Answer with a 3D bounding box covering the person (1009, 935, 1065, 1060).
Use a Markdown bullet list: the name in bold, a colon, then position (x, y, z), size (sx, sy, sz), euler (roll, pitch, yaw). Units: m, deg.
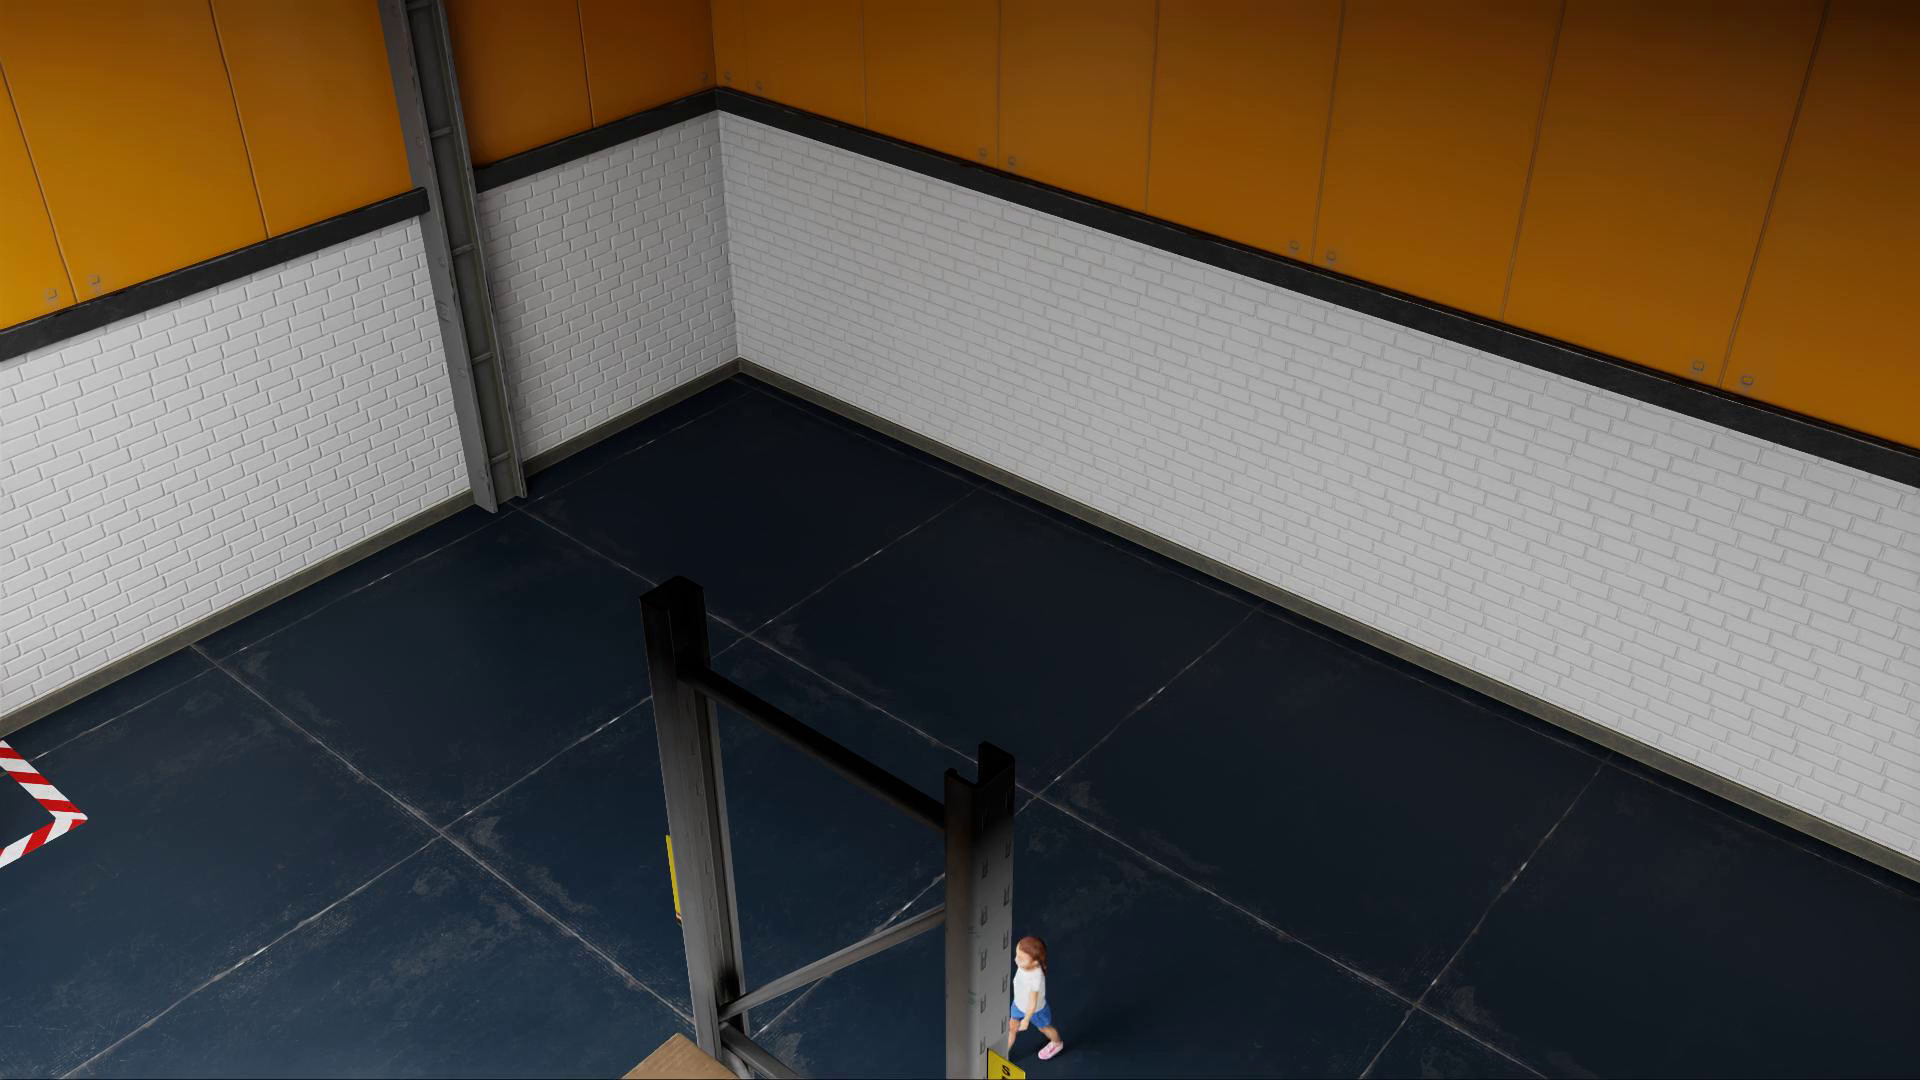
- **person**: position (0.463, 2.721, 9.800), size (0.779, 0.994, 0.594), euler (-15, 37, -22)
